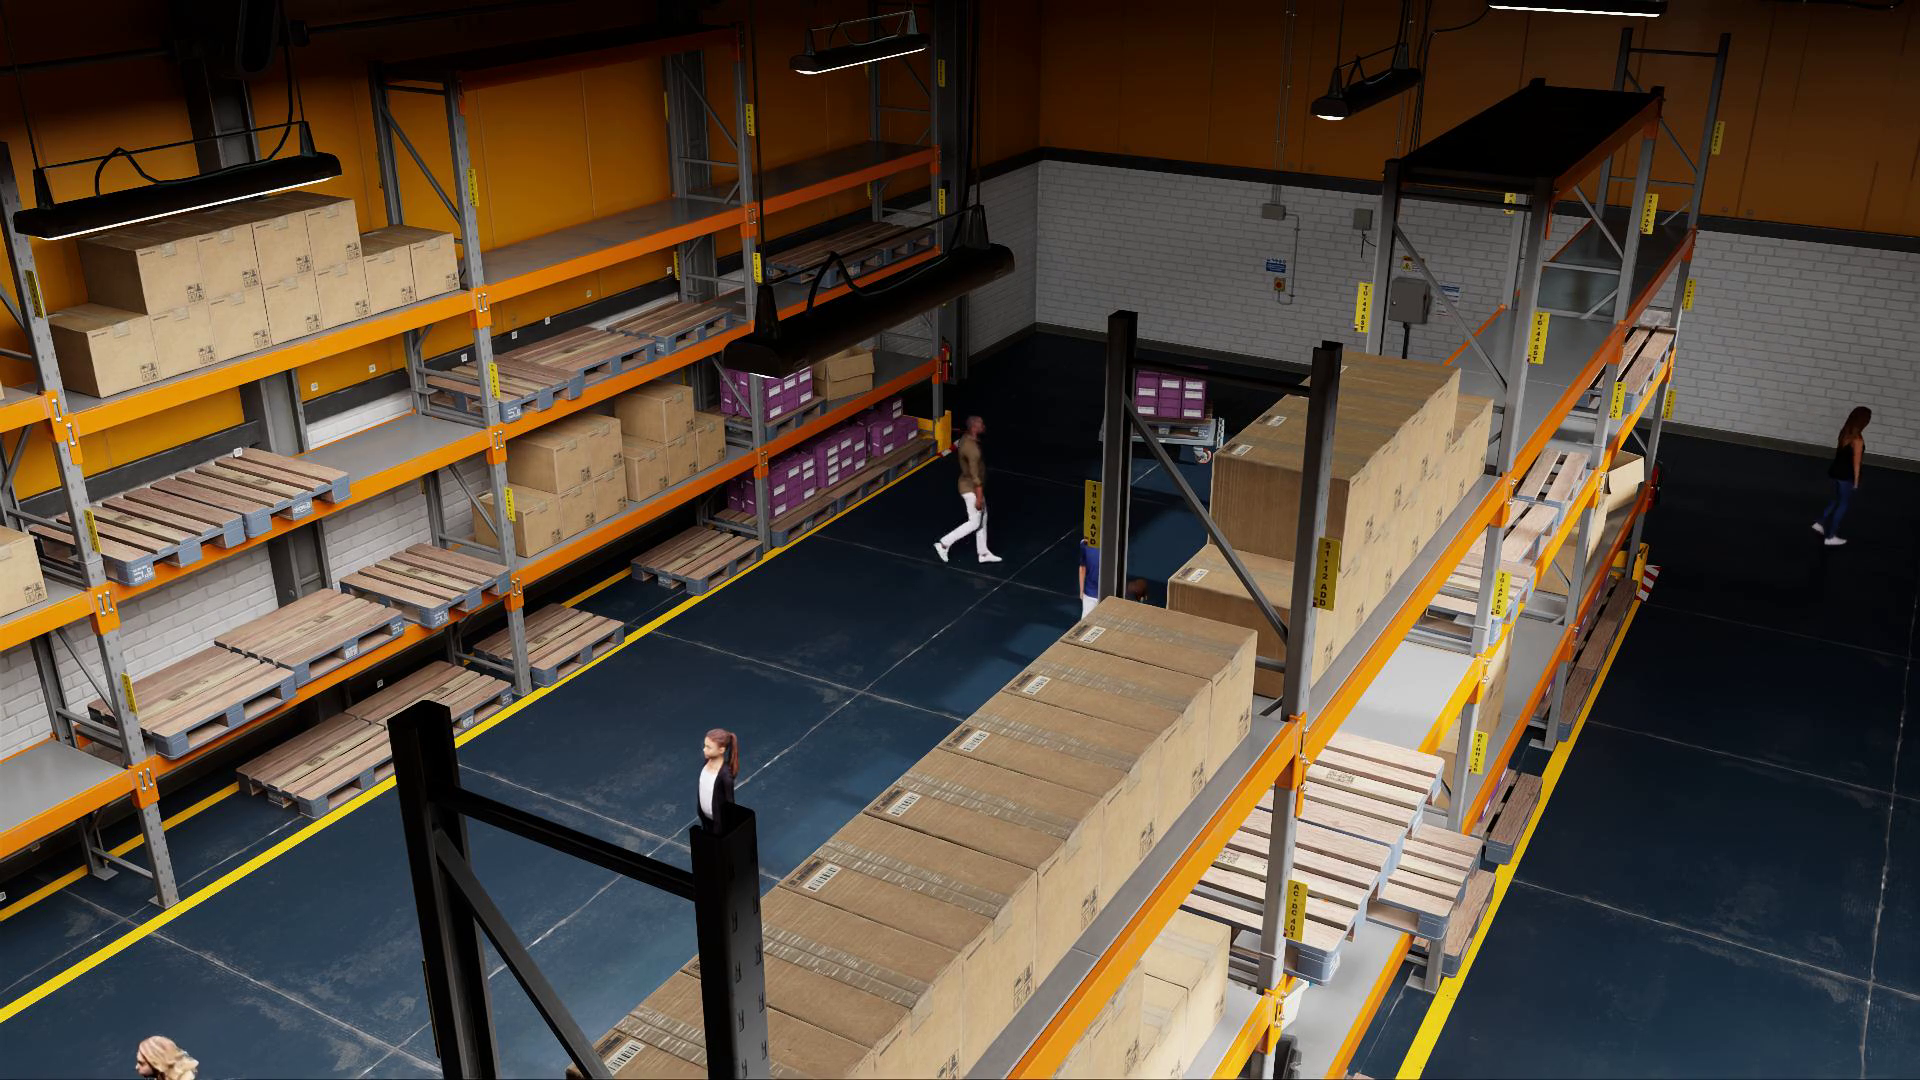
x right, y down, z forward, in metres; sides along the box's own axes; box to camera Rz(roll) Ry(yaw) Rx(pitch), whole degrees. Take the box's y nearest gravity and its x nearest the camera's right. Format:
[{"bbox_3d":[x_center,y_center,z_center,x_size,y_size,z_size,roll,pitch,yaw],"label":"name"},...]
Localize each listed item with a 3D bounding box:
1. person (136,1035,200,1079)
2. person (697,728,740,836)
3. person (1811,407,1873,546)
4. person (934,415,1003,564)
[{"bbox_3d":[-4.369,3.534,9.701,0.684,1.692,0.886,15,28,30],"label":"person"},{"bbox_3d":[-1.872,2.160,13.014,0.643,1.556,0.613,-18,29,-35],"label":"person"},{"bbox_3d":[10.280,-0.751,19.480,0.772,1.710,0.708,-1,24,-2],"label":"person"},{"bbox_3d":[0.073,-0.544,18.899,1.131,1.798,1.120,-3,24,-6],"label":"person"}]
